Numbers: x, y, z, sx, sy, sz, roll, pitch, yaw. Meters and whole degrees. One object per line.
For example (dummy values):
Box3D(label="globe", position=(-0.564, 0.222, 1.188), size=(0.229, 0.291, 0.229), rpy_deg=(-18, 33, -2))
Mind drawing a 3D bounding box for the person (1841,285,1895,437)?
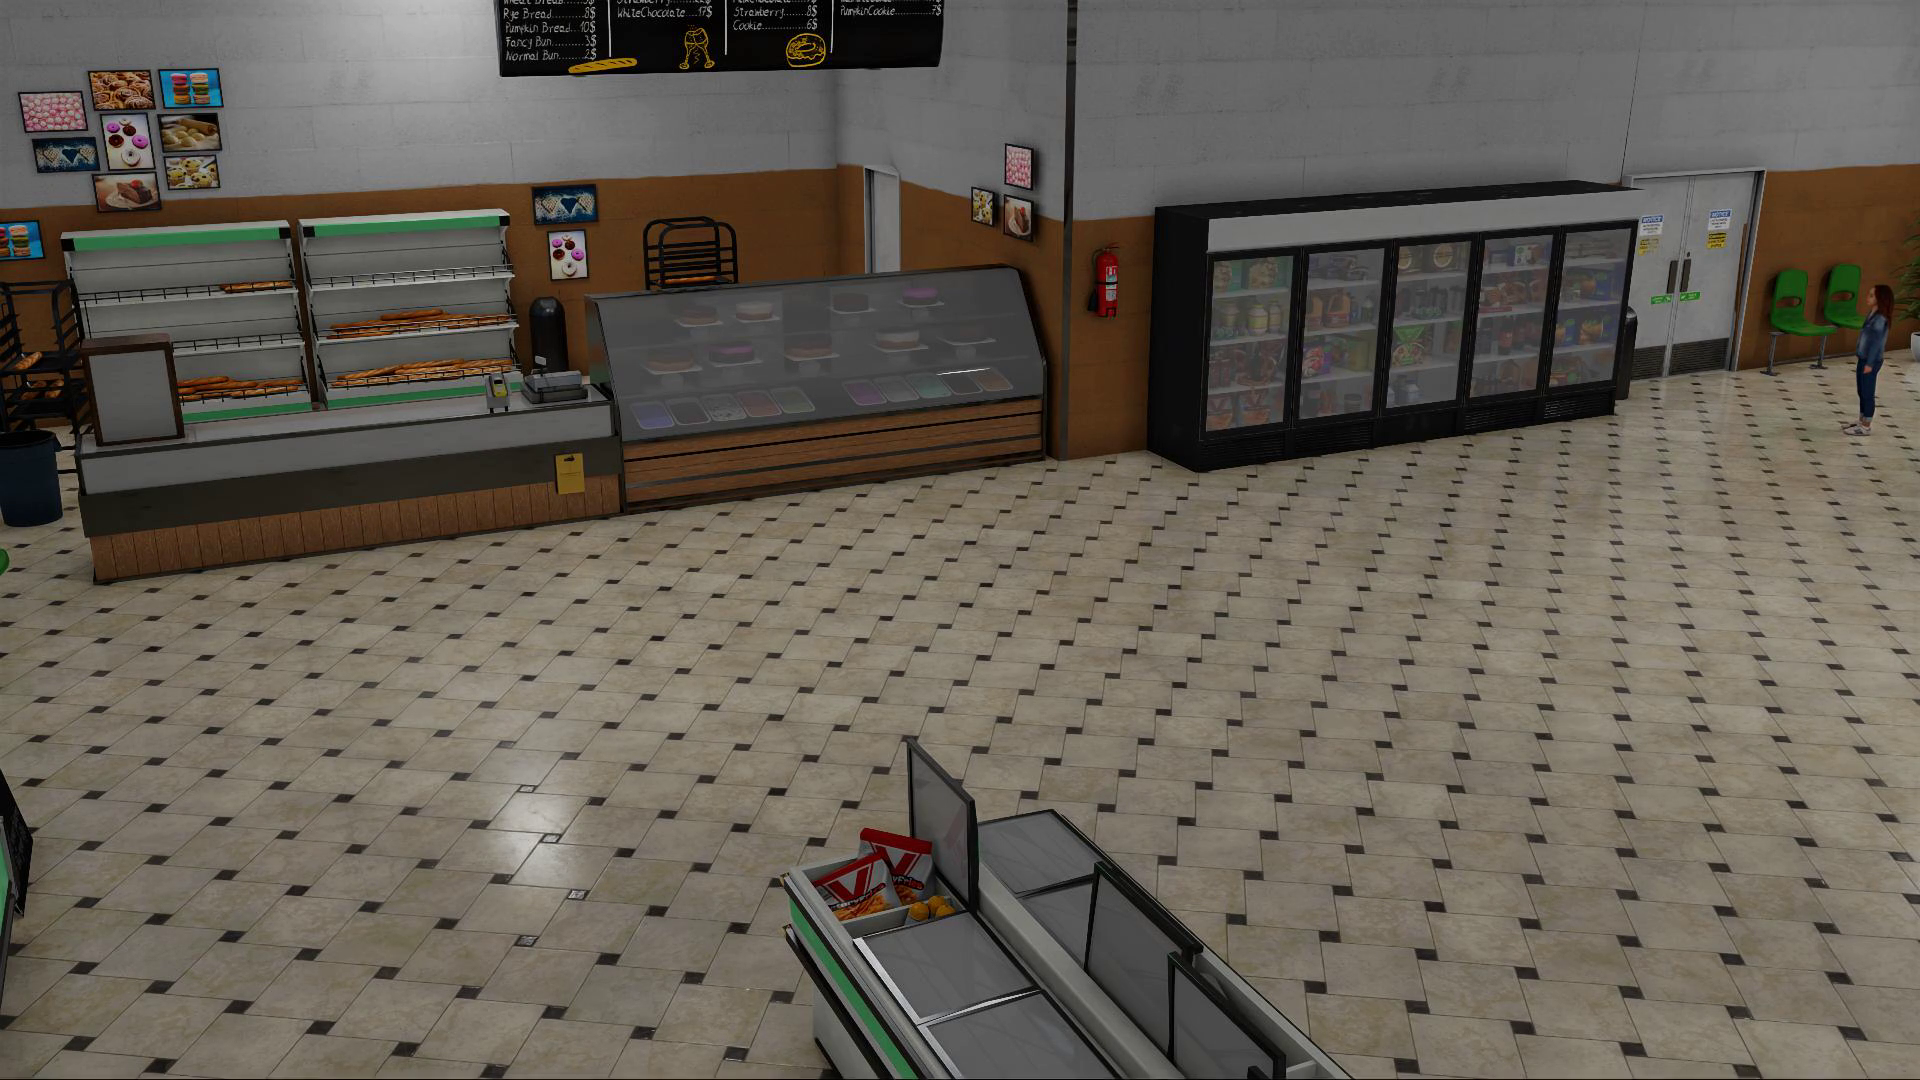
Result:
Box3D(label="person", position=(8.934, -1.765, 16.302), size=(0.684, 1.475, 0.606), rpy_deg=(5, 19, 13))
